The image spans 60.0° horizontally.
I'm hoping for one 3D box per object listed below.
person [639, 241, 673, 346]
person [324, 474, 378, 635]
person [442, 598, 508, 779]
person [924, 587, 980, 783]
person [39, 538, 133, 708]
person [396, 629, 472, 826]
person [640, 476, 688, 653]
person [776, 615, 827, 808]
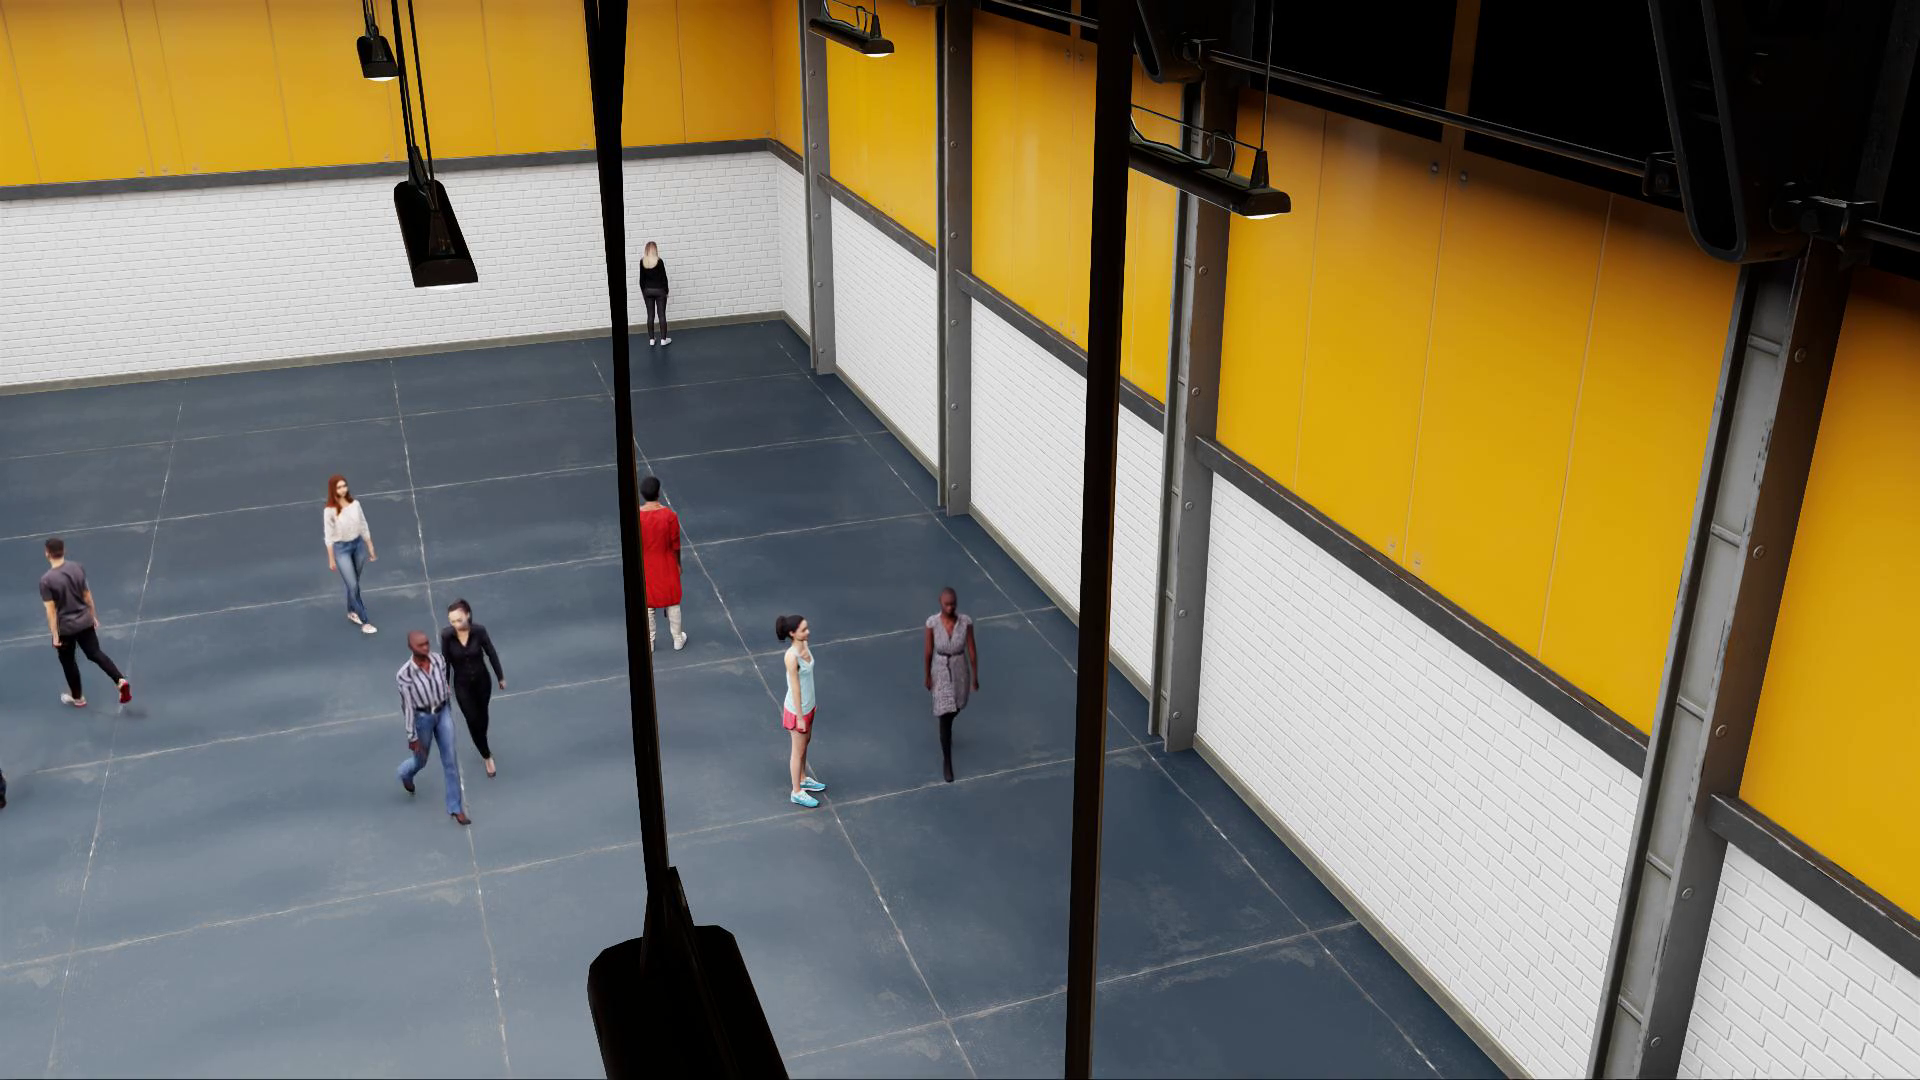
[{"bbox_3d":[-4.934,-3.981,26.835,0.696,1.685,0.694,3,24,8],"label":"person"},{"bbox_3d":[-6.462,0.108,17.451,1.034,1.708,0.881,18,30,36],"label":"person"},{"bbox_3d":[-4.374,1.272,14.833,0.700,1.674,0.831,-11,26,-24],"label":"person"},{"bbox_3d":[-0.087,1.198,14.884,0.745,1.768,1.092,-4,24,-9],"label":"person"},{"bbox_3d":[-8.333,0.831,15.756,1.108,1.742,1.061,10,25,21],"label":"person"},{"bbox_3d":[-4.540,1.554,14.072,1.194,1.765,1.008,18,29,35],"label":"person"},{"bbox_3d":[-3.078,0.243,16.924,0.730,1.884,0.671,-3,24,-7],"label":"person"},{"bbox_3d":[-1.368,1.443,14.325,0.748,1.765,0.666,4,24,9],"label":"person"}]
